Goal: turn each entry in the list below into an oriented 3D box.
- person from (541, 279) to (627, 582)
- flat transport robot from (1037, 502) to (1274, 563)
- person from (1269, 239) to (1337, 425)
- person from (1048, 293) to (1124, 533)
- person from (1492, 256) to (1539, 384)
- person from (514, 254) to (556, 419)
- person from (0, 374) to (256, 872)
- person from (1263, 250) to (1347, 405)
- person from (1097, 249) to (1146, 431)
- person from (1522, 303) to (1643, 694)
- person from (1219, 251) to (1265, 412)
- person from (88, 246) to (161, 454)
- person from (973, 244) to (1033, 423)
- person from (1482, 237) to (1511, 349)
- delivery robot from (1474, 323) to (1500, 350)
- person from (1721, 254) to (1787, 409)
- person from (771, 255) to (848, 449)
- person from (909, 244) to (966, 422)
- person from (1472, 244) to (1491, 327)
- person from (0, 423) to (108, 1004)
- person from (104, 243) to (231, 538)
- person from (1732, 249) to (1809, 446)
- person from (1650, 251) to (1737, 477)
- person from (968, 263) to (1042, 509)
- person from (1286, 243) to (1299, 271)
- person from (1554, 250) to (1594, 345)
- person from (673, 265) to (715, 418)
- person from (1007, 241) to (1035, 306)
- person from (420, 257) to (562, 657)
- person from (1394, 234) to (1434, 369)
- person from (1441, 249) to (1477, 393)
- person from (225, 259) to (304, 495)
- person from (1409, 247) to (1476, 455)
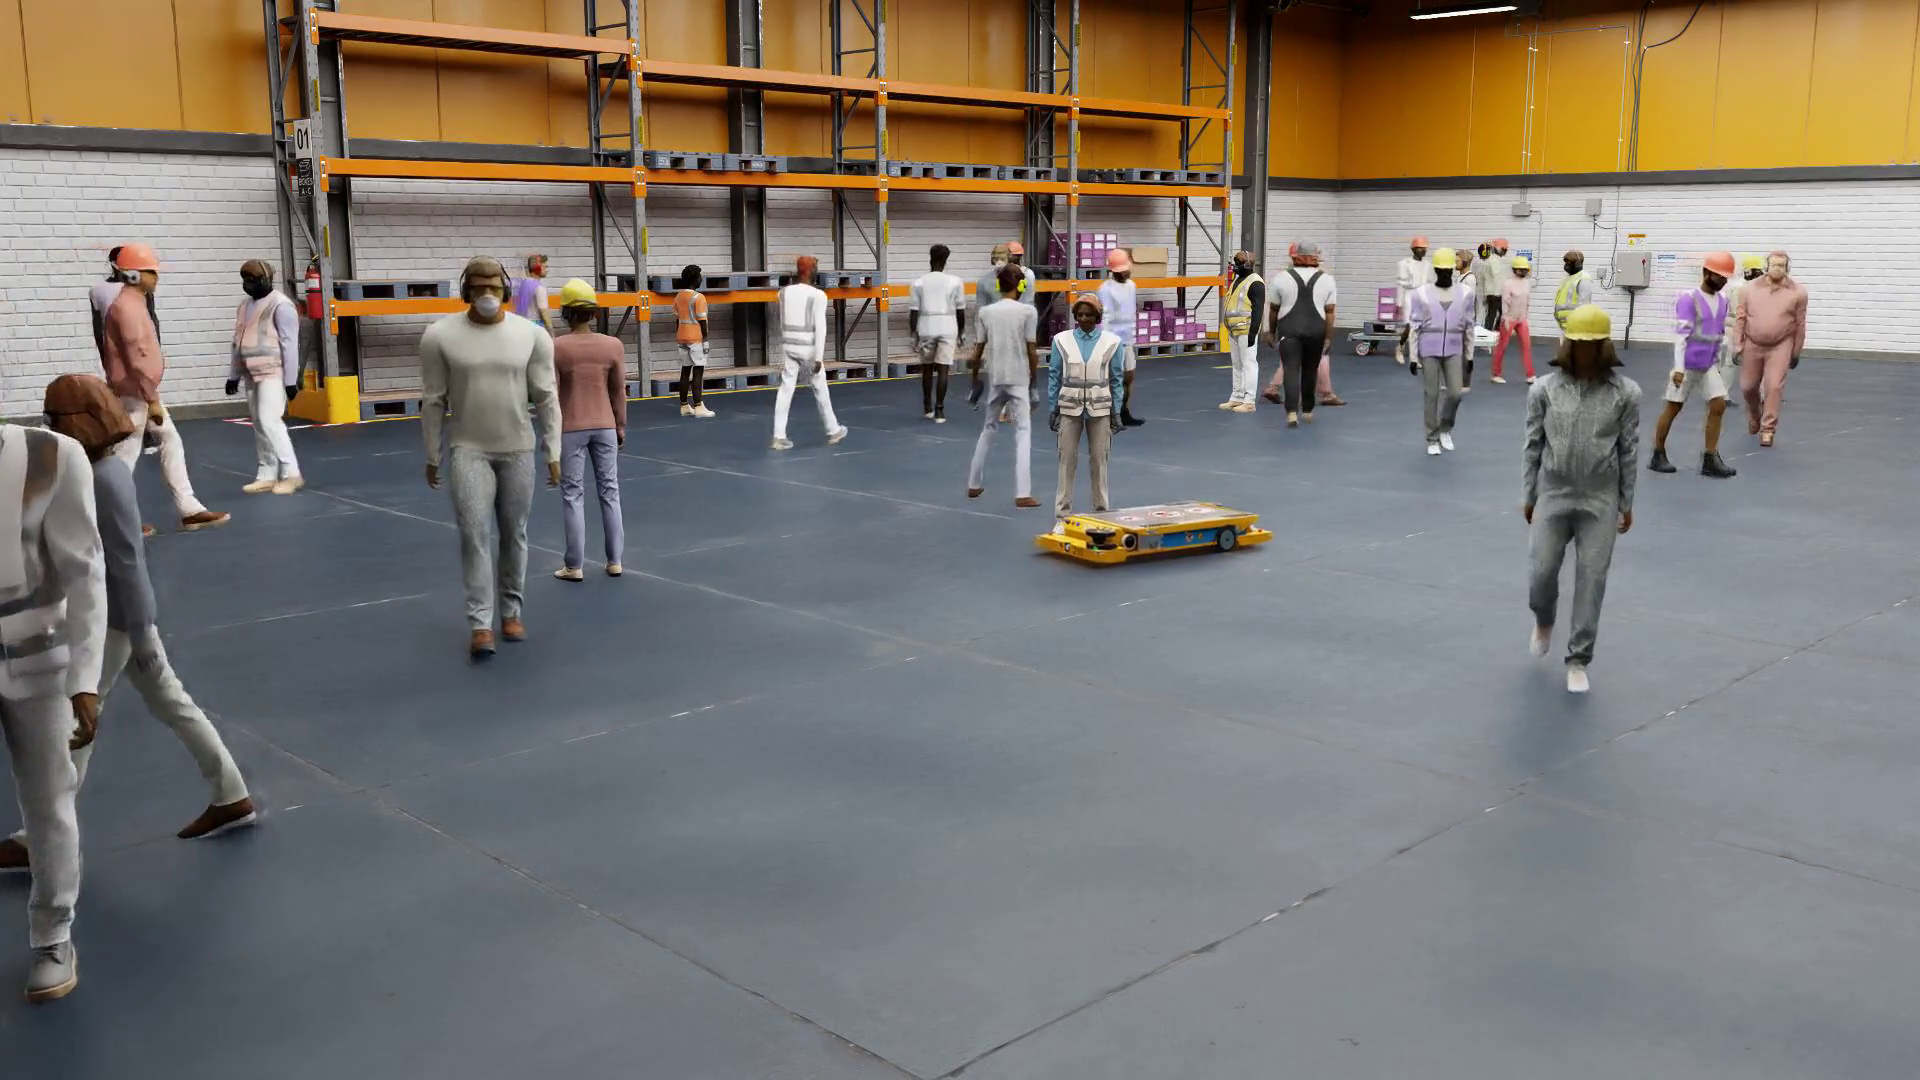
[{"bbox_3d":[-2.211,-0.638,9.773,0.532,1.768,0.311,-7,12,-33],"label":"person"},{"bbox_3d":[1.271,-0.066,10.732,1.431,0.197,0.652,-7,12,-32],"label":"flat transport robot"},{"bbox_3d":[3.671,-2.262,17.879,0.692,2.000,1.021,2,11,9],"label":"person"},{"bbox_3d":[0.850,-0.848,11.267,0.514,1.640,0.310,1,10,6],"label":"person"},{"bbox_3d":[7.574,-2.959,22.527,0.551,1.726,0.853,-5,11,-25],"label":"person"},{"bbox_3d":[-4.621,-2.251,18.458,0.910,1.800,0.594,-7,12,-32],"label":"person"},{"bbox_3d":[-2.764,0.256,5.367,0.881,1.581,0.516,-6,12,-30],"label":"person"},{"bbox_3d":[4.115,-2.528,19.827,0.952,1.866,0.640,-1,10,-6],"label":"person"},{"bbox_3d":[1.691,-2.071,17.271,0.428,1.883,0.728,9,13,39],"label":"person"},{"bbox_3d":[2.781,-0.197,7.480,0.487,1.732,0.480,4,11,19],"label":"person"},{"bbox_3d":[3.245,-2.392,19.132,0.429,1.845,0.621,-3,11,-17],"label":"person"},{"bbox_3d":[-7.686,-1.741,15.370,0.593,1.920,0.392,0,10,-2],"label":"person"},{"bbox_3d":[0.459,-2.212,17.919,0.657,1.925,0.442,3,11,16],"label":"person"},{"bbox_3d":[9.538,-4.348,29.417,0.539,1.973,0.632,5,12,25],"label":"person"},{"bbox_3d":[8.658,-3.397,27.868,0.707,0.478,0.477,6,12,30],"label":"delivery robot"},{"bbox_3d":[9.218,-2.395,19.257,0.617,1.796,0.839,-9,14,-41],"label":"person"},{"bbox_3d":[-1.487,-1.796,15.925,0.595,1.832,1.005,6,12,28],"label":"person"},{"bbox_3d":[-0.227,-2.273,18.285,0.597,1.918,0.902,2,11,8],"label":"person"},{"bbox_3d":[9.491,-4.457,30.329,0.310,1.864,0.532,-2,11,-8],"label":"person"},{"bbox_3d":[-2.404,0.368,4.100,0.576,1.832,0.956,-4,11,-21],"label":"person"},{"bbox_3d":[-5.356,-0.984,11.118,0.903,1.956,0.657,-4,11,-21],"label":"person"},{"bbox_3d":[7.885,-1.882,16.216,0.634,1.890,0.739,7,12,32],"label":"person"},{"bbox_3d":[6.253,-1.472,13.992,0.677,1.875,0.868,-5,12,-26],"label":"person"},{"bbox_3d":[0.305,-1.171,12.573,0.726,1.825,0.545,6,12,30],"label":"person"},{"bbox_3d":[5.684,-4.046,28.033,0.854,1.877,0.568,-7,13,-35],"label":"person"},{"bbox_3d":[7.668,-2.701,20.851,0.429,1.837,0.625,0,10,-3],"label":"person"},{"bbox_3d":[-2.974,-2.214,18.557,0.315,1.695,0.541,-10,14,-44],"label":"person"},{"bbox_3d":[0.732,-3.036,22.378,0.552,1.937,0.356,7,13,34],"label":"person"},{"bbox_3d":[-2.243,-0.392,8.036,0.658,1.909,0.838,-4,11,-19],"label":"person"},{"bbox_3d":[6.912,-3.619,25.305,0.639,2.031,0.483,-4,11,-21],"label":"person"},{"bbox_3d":[6.444,-2.802,21.357,0.328,1.845,0.511,0,10,1],"label":"person"},{"bbox_3d":[-5.450,-1.278,13.073,0.648,1.838,0.428,8,13,37],"label":"person"},{"bbox_3d":[4.429,-1.724,15.284,0.621,1.908,0.427,1,10,6],"label":"person"}]
